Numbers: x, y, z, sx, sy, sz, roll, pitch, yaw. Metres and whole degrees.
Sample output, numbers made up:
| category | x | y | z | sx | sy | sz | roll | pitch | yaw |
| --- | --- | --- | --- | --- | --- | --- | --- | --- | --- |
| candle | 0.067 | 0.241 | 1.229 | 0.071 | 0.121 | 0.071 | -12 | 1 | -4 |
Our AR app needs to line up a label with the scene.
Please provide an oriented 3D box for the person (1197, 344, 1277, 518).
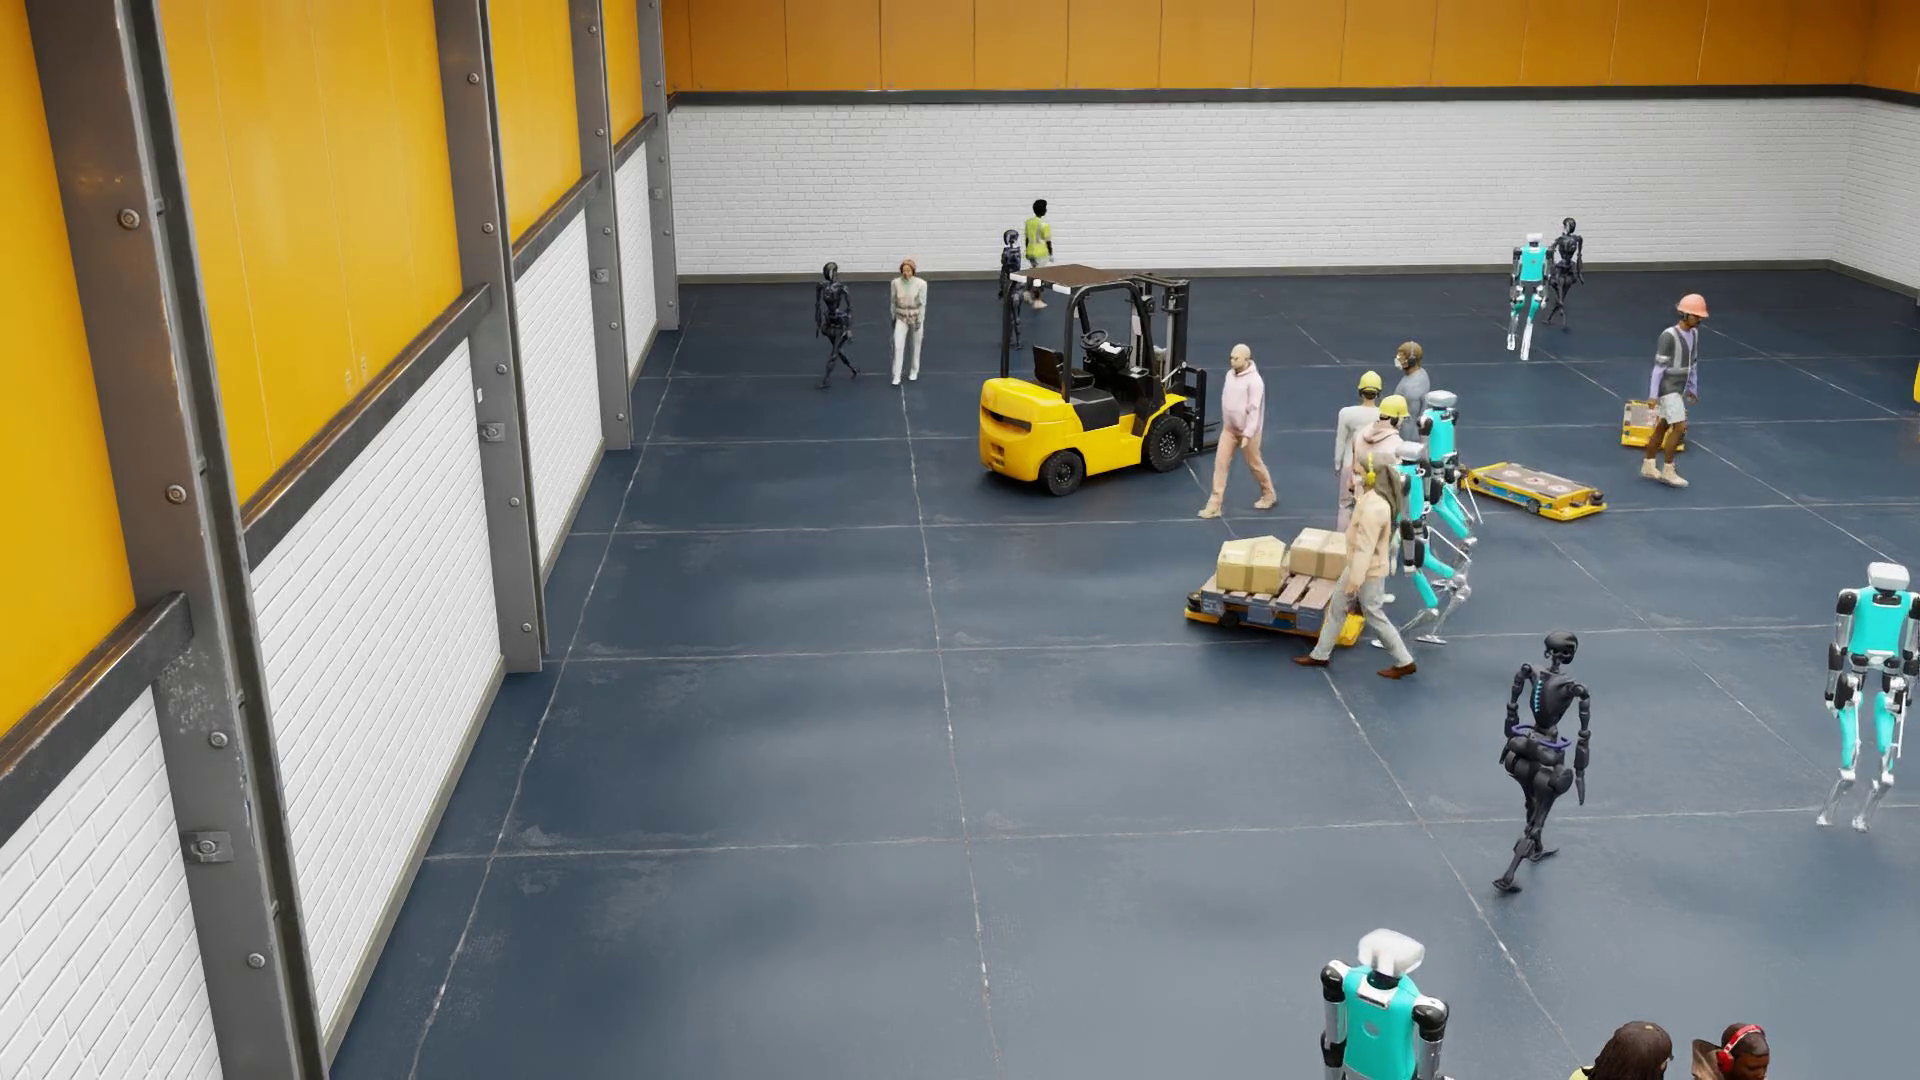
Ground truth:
| category | x | y | z | sx | sy | sz | roll | pitch | yaw |
| --- | --- | --- | --- | --- | --- | --- | --- | --- | --- |
| person | 2.815 | -1.093 | 16.493 | 0.932 | 1.743 | 0.520 | -15 | 25 | -35 |

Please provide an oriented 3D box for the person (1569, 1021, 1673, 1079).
| category | x | y | z | sx | sy | sz | roll | pitch | yaw |
| --- | --- | --- | --- | --- | --- | --- | --- | --- | --- |
| person | 2.451 | 2.609 | 6.340 | 0.358 | 1.767 | 0.475 | -10 | 23 | -26 |

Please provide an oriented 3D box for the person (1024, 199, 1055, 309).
| category | x | y | z | sx | sy | sz | roll | pitch | yaw |
| --- | --- | --- | --- | --- | --- | --- | --- | --- | --- |
| person | 1.217 | -4.385 | 25.519 | 0.371 | 1.681 | 0.537 | -12 | 23 | -30 |

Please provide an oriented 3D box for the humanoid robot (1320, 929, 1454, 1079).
| category | x | y | z | sx | sy | sz | roll | pitch | yaw |
| --- | --- | --- | --- | --- | --- | --- | --- | --- | --- |
| humanoid robot | 1.845 | 2.355 | 7.064 | 0.536 | 1.729 | 0.995 | 16 | 25 | 36 |

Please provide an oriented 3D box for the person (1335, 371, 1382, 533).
| category | x | y | z | sx | sy | sz | roll | pitch | yaw |
| --- | --- | --- | --- | --- | --- | --- | --- | --- | --- |
| person | 3.716 | -0.688 | 15.352 | 0.520 | 1.755 | 0.369 | 3 | 20 | 8 |

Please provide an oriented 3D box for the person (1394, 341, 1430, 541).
| category | x | y | z | sx | sy | sz | roll | pitch | yaw |
| --- | --- | --- | --- | --- | --- | --- | --- | --- | --- |
| person | 4.249 | -0.944 | 15.802 | 0.349 | 1.930 | 0.624 | 7 | 21 | 18 |

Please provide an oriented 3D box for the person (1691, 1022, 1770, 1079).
| category | x | y | z | sx | sy | sz | roll | pitch | yaw |
| --- | --- | --- | --- | --- | --- | --- | --- | --- | --- |
| person | 2.958 | 2.587 | 6.587 | 0.464 | 1.645 | 0.308 | -5 | 21 | -14 |

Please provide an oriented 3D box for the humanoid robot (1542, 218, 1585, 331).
| category | x | y | z | sx | sy | sz | roll | pitch | yaw |
| --- | --- | --- | --- | --- | --- | --- | --- | --- | --- |
| humanoid robot | 8.826 | -3.872 | 24.211 | 0.596 | 1.626 | 0.785 | -8 | 22 | -21 |

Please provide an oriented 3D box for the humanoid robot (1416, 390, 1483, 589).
| category | x | y | z | sx | sy | sz | roll | pitch | yaw |
| --- | --- | --- | --- | --- | --- | --- | --- | --- | --- |
| humanoid robot | 4.350 | -0.382 | 14.577 | 0.535 | 1.789 | 0.774 | -18 | 27 | -40 |

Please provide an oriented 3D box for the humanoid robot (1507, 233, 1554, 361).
| category | x | y | z | sx | sy | sz | roll | pitch | yaw |
| --- | --- | --- | --- | --- | --- | --- | --- | --- | --- |
| humanoid robot | 7.702 | -3.364 | 22.682 | 0.555 | 1.774 | 0.963 | 3 | 20 | 9 |

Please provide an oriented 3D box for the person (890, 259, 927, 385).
| category | x | y | z | sx | sy | sz | roll | pitch | yaw |
| --- | --- | --- | --- | --- | --- | --- | --- | --- | --- |
| person | -0.676 | -2.768 | 21.214 | 0.504 | 1.601 | 0.775 | 4 | 21 | 10 |

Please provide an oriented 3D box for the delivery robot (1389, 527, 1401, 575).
| category | x | y | z | sx | sy | sz | roll | pitch | yaw |
| --- | --- | --- | --- | --- | --- | --- | --- | --- | --- |
| delivery robot | 3.831 | -0.044 | 15.314 | 0.499 | 0.582 | 0.773 | 2 | 20 | 6 |

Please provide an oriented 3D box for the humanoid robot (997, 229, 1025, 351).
| category | x | y | z | sx | sy | sz | roll | pitch | yaw |
| --- | --- | --- | --- | --- | --- | --- | --- | --- | --- |
| humanoid robot | 0.717 | -3.465 | 23.004 | 0.315 | 1.657 | 0.599 | -8 | 22 | -20 |

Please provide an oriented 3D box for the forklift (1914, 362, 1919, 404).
| category | x | y | z | sx | sy | sz | roll | pitch | yaw |
| --- | --- | --- | --- | --- | --- | --- | --- | --- | --- |
| forklift | 12.602 | -2.435 | 19.475 | 2.313 | 2.155 | 1.214 | -1 | 20 | -4 |

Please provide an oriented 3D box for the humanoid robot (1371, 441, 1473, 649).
| category | x | y | z | sx | sy | sz | roll | pitch | yaw |
| --- | --- | --- | --- | --- | --- | --- | --- | --- | --- |
| humanoid robot | 3.767 | 0.113 | 13.210 | 0.848 | 1.773 | 0.542 | 8 | 22 | 21 |

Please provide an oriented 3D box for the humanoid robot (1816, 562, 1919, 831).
| category | x | y | z | sx | sy | sz | roll | pitch | yaw |
| --- | --- | --- | --- | --- | --- | --- | --- | --- | --- |
| humanoid robot | 5.816 | 1.063 | 10.580 | 0.539 | 1.786 | 0.653 | 5 | 21 | 13 |

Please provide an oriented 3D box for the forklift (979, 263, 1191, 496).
| category | x | y | z | sx | sy | sz | roll | pitch | yaw |
| --- | --- | --- | --- | --- | --- | --- | --- | --- | --- |
| forklift | 1.315 | -1.764 | 17.646 | 2.313 | 2.155 | 1.214 | -14 | 24 | -33 |

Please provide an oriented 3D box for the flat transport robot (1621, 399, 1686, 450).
| category | x | y | z | sx | sy | sz | roll | pitch | yaw |
| --- | --- | --- | --- | --- | --- | --- | --- | --- | --- |
| flat transport robot | 8.029 | -1.331 | 19.254 | 0.659 | 0.231 | 1.431 | 8 | 22 | 20 |

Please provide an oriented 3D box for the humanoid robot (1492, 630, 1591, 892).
| category | x | y | z | sx | sy | sz | roll | pitch | yaw |
| --- | --- | --- | --- | --- | --- | --- | --- | --- | --- |
| humanoid robot | 3.516 | 1.315 | 10.074 | 0.780 | 1.627 | 0.613 | -14 | 25 | -34 |

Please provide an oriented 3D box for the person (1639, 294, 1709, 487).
| category | x | y | z | sx | sy | sz | roll | pitch | yaw |
| --- | --- | --- | --- | --- | --- | --- | --- | --- | --- |
| person | 7.519 | -1.543 | 17.295 | 0.640 | 2.018 | 0.742 | -17 | 26 | -38 |

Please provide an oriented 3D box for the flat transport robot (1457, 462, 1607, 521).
| category | x | y | z | sx | sy | sz | roll | pitch | yaw |
| --- | --- | --- | --- | --- | --- | --- | --- | --- | --- |
| flat transport robot | 5.819 | -0.519 | 17.040 | 0.659 | 0.231 | 1.431 | -13 | 24 | -31 |

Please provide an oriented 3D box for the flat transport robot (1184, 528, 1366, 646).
| category | x | y | z | sx | sy | sz | roll | pitch | yaw |
| --- | --- | --- | --- | --- | --- | --- | --- | --- | --- |
| flat transport robot | 2.675 | 0.587 | 14.029 | 1.431 | 0.231 | 0.659 | 9 | 22 | 24 |

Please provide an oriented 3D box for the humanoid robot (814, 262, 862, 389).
| category | x | y | z | sx | sy | sz | roll | pitch | yaw |
| --- | --- | --- | --- | --- | --- | --- | --- | --- | --- |
| humanoid robot | -1.560 | -2.750 | 21.189 | 0.589 | 1.619 | 0.790 | 12 | 23 | 29 |

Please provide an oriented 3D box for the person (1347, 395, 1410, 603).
| category | x | y | z | sx | sy | sz | roll | pitch | yaw |
| --- | --- | --- | --- | --- | --- | --- | --- | --- | --- |
| person | 3.576 | -0.343 | 14.269 | 0.431 | 1.854 | 0.815 | -9 | 22 | -23 |

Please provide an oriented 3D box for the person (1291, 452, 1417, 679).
| category | x | y | z | sx | sy | sz | roll | pitch | yaw |
| --- | --- | --- | --- | --- | --- | --- | --- | --- | --- |
| person | 3.129 | 0.204 | 12.829 | 0.962 | 1.833 | 0.570 | 3 | 20 | 9 |
